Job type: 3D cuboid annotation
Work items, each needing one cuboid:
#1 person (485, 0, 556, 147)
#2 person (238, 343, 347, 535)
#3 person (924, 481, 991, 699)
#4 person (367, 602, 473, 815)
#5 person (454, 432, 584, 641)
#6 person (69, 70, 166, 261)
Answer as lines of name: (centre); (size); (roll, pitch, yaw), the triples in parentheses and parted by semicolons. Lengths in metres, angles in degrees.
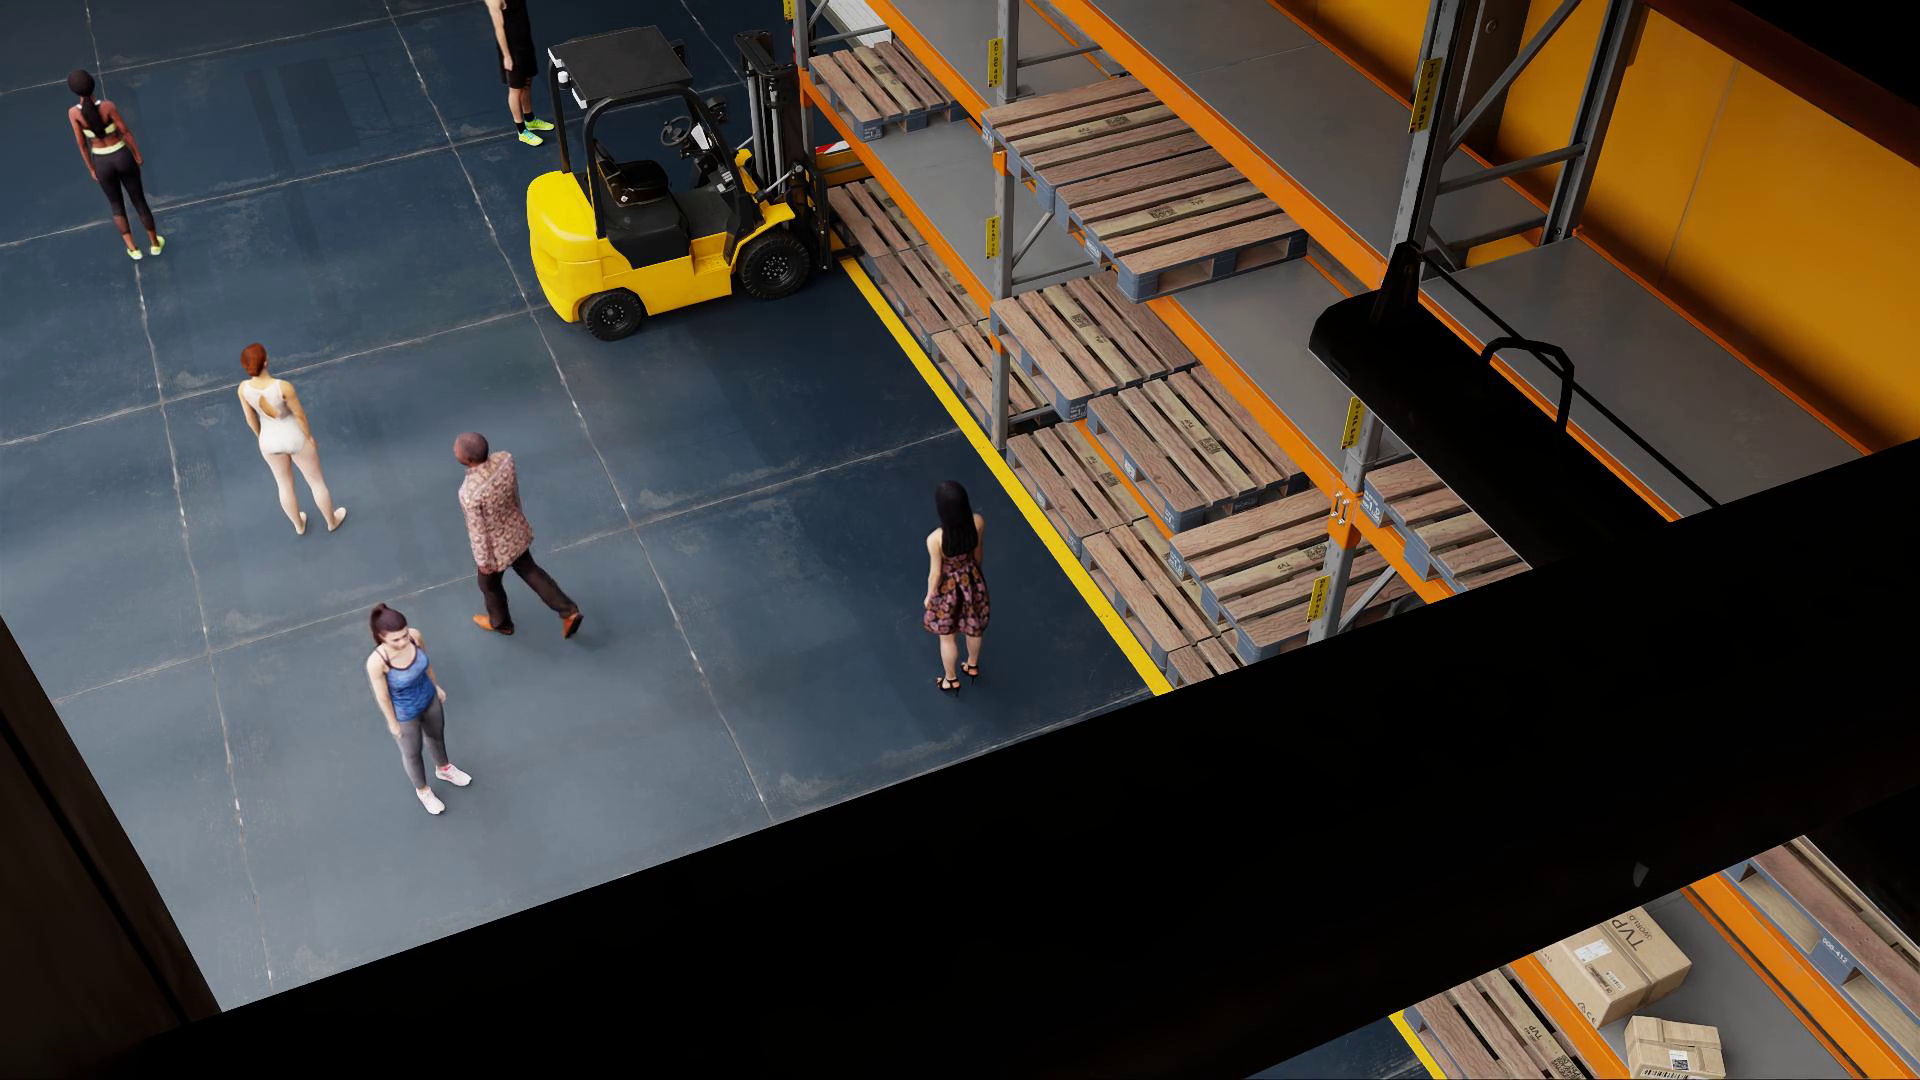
person: (-4.204, -4.687, 15.737); (0.820, 1.890, 0.740); (11, 45, 11)
person: (-4.760, -0.700, 11.730); (0.606, 1.643, 0.589); (-2, 44, -2)
person: (-0.027, 0.316, 10.568); (0.710, 1.775, 0.721); (-26, 49, -25)
person: (-3.280, 0.991, 9.980); (0.685, 1.609, 0.651); (23, 48, 22)
person: (-2.937, 0.009, 10.880); (1.177, 1.790, 1.077); (17, 46, 17)
person: (-7.244, -3.192, 14.267); (0.581, 1.752, 0.543); (-16, 46, -16)
